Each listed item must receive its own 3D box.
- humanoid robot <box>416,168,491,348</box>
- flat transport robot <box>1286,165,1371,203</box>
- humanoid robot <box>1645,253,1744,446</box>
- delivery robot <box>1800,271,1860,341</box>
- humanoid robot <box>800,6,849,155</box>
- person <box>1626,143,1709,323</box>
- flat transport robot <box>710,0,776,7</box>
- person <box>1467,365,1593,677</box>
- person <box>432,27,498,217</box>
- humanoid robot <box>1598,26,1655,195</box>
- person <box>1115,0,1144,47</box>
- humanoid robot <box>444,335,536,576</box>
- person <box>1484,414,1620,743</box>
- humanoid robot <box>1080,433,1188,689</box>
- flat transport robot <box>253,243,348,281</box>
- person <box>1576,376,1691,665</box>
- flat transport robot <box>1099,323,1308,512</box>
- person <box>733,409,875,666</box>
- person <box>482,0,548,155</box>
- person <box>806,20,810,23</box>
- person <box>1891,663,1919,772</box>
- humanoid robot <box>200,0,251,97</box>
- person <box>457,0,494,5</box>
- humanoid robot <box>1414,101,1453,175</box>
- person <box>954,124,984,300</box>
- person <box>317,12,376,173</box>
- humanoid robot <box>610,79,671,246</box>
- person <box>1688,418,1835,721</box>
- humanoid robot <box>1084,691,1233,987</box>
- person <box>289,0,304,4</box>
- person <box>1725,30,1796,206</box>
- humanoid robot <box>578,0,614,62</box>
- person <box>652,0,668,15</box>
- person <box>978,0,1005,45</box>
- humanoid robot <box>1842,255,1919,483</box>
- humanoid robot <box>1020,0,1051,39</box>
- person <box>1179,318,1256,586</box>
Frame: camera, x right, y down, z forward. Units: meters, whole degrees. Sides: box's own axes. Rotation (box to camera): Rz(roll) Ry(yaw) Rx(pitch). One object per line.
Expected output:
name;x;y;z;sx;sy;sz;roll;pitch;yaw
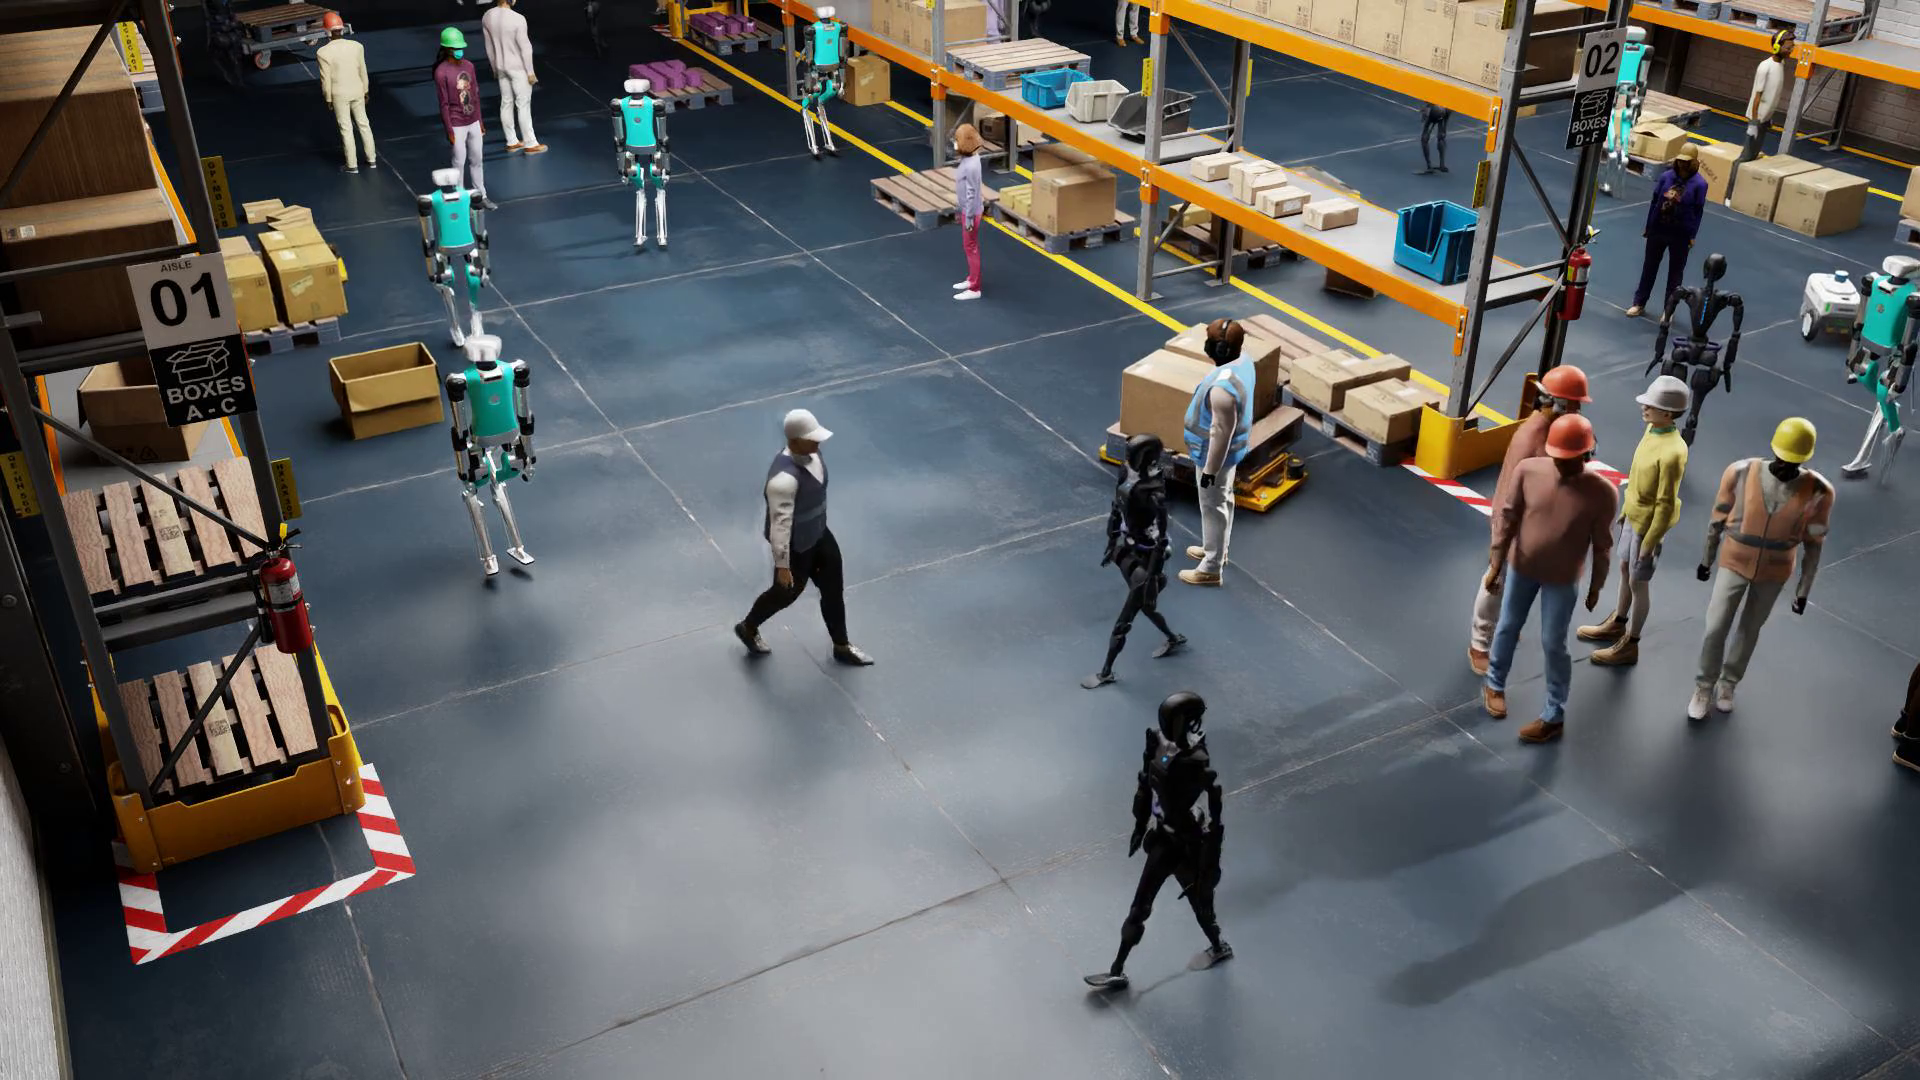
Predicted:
humanoid robot;-4.273;-2.347;14.068;0.530;1.772;1.006;-13;32;-21
flat transport robot;3.797;-3.739;17.919;0.659;0.231;1.431;-9;31;-16
humanoid robot;5.444;-1.332;12.363;0.596;1.620;0.770;12;32;20
delivery robot;7.747;-2.073;14.745;0.499;0.608;0.803;6;30;10
humanoid robot;-1.614;-5.283;18.999;0.533;1.677;0.735;-15;33;-24
person;6.323;-2.731;14.801;0.453;1.623;0.337;21;36;32
flat transport robot;-3.266;-8.693;26.542;1.431;0.231;0.659;-6;30;-10
person;3.347;-0.097;9.877;0.426;1.979;0.753;20;36;31
person;-5.187;-4.360;17.324;0.429;1.945;0.483;19;35;29
humanoid robot;7.113;-4.479;17.843;0.537;1.899;0.736;0;30;0
person;2.465;-8.056;23.803;0.581;1.894;0.357;-17;34;-26
humanoid robot;-3.087;-0.607;10.863;0.533;1.673;0.735;-17;34;-28
person;3.305;0.186;9.375;0.610;1.972;0.460;24;38;35
humanoid robot;1.078;0.092;9.891;0.804;1.626;0.597;-13;32;-22
flat transport robot;-6.628;-2.548;15.846;1.431;0.231;0.659;-12;32;-21
person;4.097;-0.106;9.977;0.408;1.883;0.474;2;30;4
flat transport robot;1.821;-0.606;12.465;1.431;0.231;0.659;22;36;33
person;-0.990;-0.014;9.974;0.867;1.724;0.772;11;32;18
person;-5.159;-5.424;19.178;0.627;1.940;0.378;16;33;25
person;-2.005;-8.407;24.498;0.905;1.800;0.605;16;34;26
person;5.496;0.367;9.068;0.367;1.966;0.602;15;33;24
humanoid robot;-9.469;-6.530;21.353;0.346;1.648;0.601;9;31;15
person;-7.734;-9.204;26.070;0.623;1.612;0.495;-18;35;-29
humanoid robot;5.344;-4.900;18.531;0.341;1.641;0.609;19;35;30
person;0.078;-3.018;15.301;0.287;1.628;0.500;-2;30;-3
person;-6.887;-5.015;18.648;0.329;1.750;0.571;23;37;35
humanoid robot;-3.070;-3.739;16.310;0.533;1.677;0.735;0;30;-1
person;4.509;0.203;9.405;0.600;1.907;0.614;12;32;20
humanoid robot;0.980;1.412;7.585;0.791;1.624;0.606;-17;34;-28
person;-9.834;-8.410;24.486;0.429;1.830;0.638;-7;31;-11
person;8.444;-4.421;17.500;0.323;1.870;0.513;25;38;36
humanoid robot;-5.079;-7.509;23.074;0.460;1.648;0.615;-10;31;-17
person;-4.745;-9.024;25.681;0.336;1.706;0.698;-1;30;-2
person;0.277;-6.598;21.308;0.670;1.857;0.888;-16;34;-26
humanoid robot;6.790;-1.179;12.108;0.727;1.897;0.540;-11;32;-18
humanoid robot;1.136;-7.472;23.013;0.576;1.633;0.610;20;35;31
person;1.663;-0.575;10.832;0.429;1.841;0.635;9;31;15
